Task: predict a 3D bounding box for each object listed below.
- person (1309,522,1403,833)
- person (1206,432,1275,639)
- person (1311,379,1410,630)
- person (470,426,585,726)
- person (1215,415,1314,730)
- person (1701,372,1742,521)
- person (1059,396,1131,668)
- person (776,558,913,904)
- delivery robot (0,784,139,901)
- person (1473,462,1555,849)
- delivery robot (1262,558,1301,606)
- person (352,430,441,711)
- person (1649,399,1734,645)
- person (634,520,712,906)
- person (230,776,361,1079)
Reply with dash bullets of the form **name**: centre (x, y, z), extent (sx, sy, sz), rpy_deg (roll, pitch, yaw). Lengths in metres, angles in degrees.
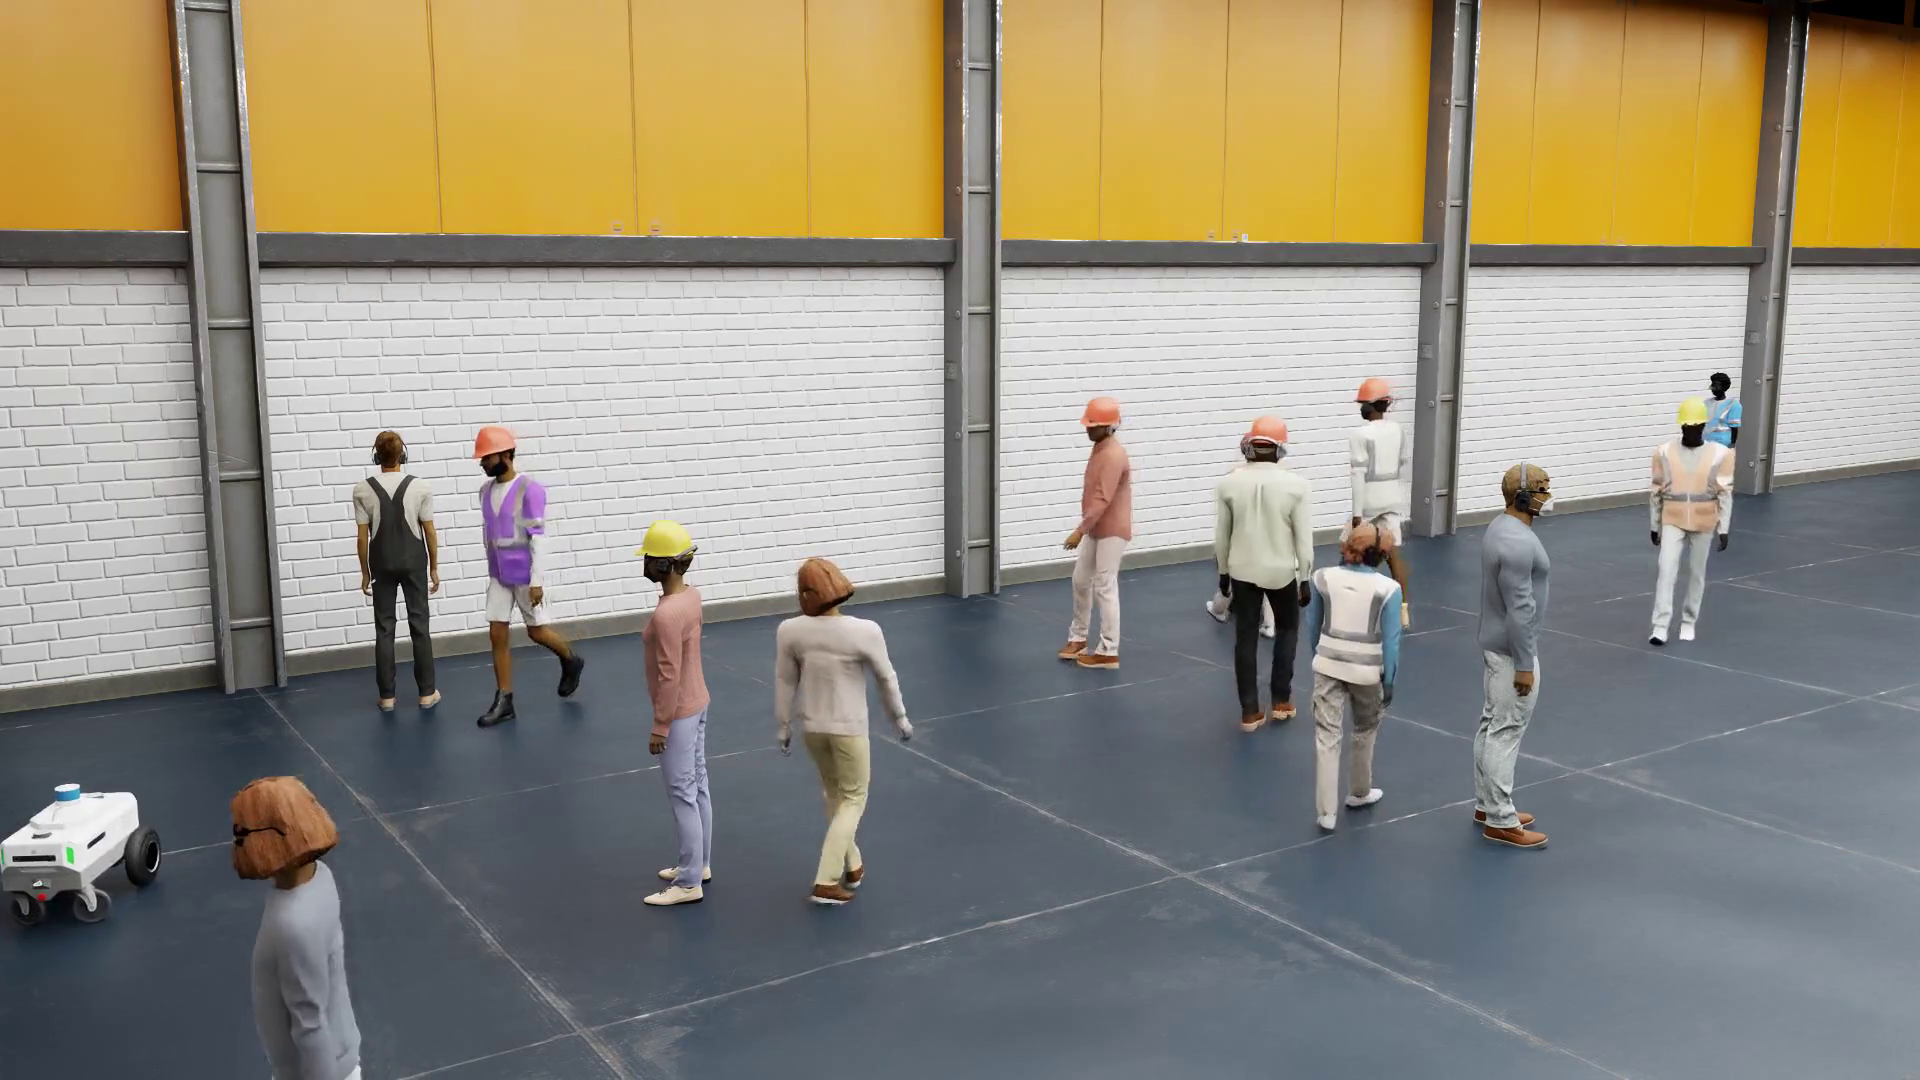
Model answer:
- **person**: centre (2.054, 0.698, 8.653), extent (0.517, 1.611, 0.638), rpy_deg (5, 11, 27)
- **person**: centre (2.286, -0.056, 13.186), extent (0.518, 1.587, 0.867), rpy_deg (-3, 10, -16)
- **person**: centre (3.319, -0.310, 13.519), extent (0.616, 1.988, 1.008), rpy_deg (-5, 11, -26)
- **person**: centre (-2.813, 0.196, 10.740), extent (0.554, 1.908, 0.859), rpy_deg (5, 11, 27)
- **person**: centre (1.946, 0.191, 10.533), extent (0.646, 1.975, 0.672), rpy_deg (4, 10, 23)
- **person**: centre (8.656, -1.070, 19.004), extent (0.318, 1.692, 0.533), rpy_deg (-5, 10, -26)
- **person**: centre (0.956, -0.053, 12.042), extent (0.544, 1.973, 0.617), rpy_deg (-2, 10, -15)
- **person**: centre (-0.548, 0.858, 7.636), extent (0.546, 1.602, 0.506), rpy_deg (4, 10, 24)
- **delivery robot**: centre (-4.031, 1.352, 7.545), extent (0.477, 0.478, 0.707), rpy_deg (-1, 9, -3)
- **person**: centre (2.795, 0.568, 8.392), extent (0.372, 1.940, 0.631), rpy_deg (2, 10, 9)
- **delivery robot**: centre (2.603, 0.288, 13.960), extent (0.477, 0.478, 0.707), rpy_deg (7, 12, 35)
- **person**: centre (-3.673, 0.203, 10.879), extent (0.508, 1.845, 0.345), rpy_deg (-2, 10, -14)
- **person**: centre (5.536, -0.113, 12.657), extent (0.591, 1.890, 0.919), rpy_deg (5, 11, 26)
- **person**: centre (-1.311, 0.785, 7.605), extent (0.314, 1.769, 0.523), rpy_deg (1, 9, 4)
- **person**: centre (-1.700, 1.394, 4.454), extent (0.841, 1.590, 0.517), rpy_deg (-3, 10, -15)
